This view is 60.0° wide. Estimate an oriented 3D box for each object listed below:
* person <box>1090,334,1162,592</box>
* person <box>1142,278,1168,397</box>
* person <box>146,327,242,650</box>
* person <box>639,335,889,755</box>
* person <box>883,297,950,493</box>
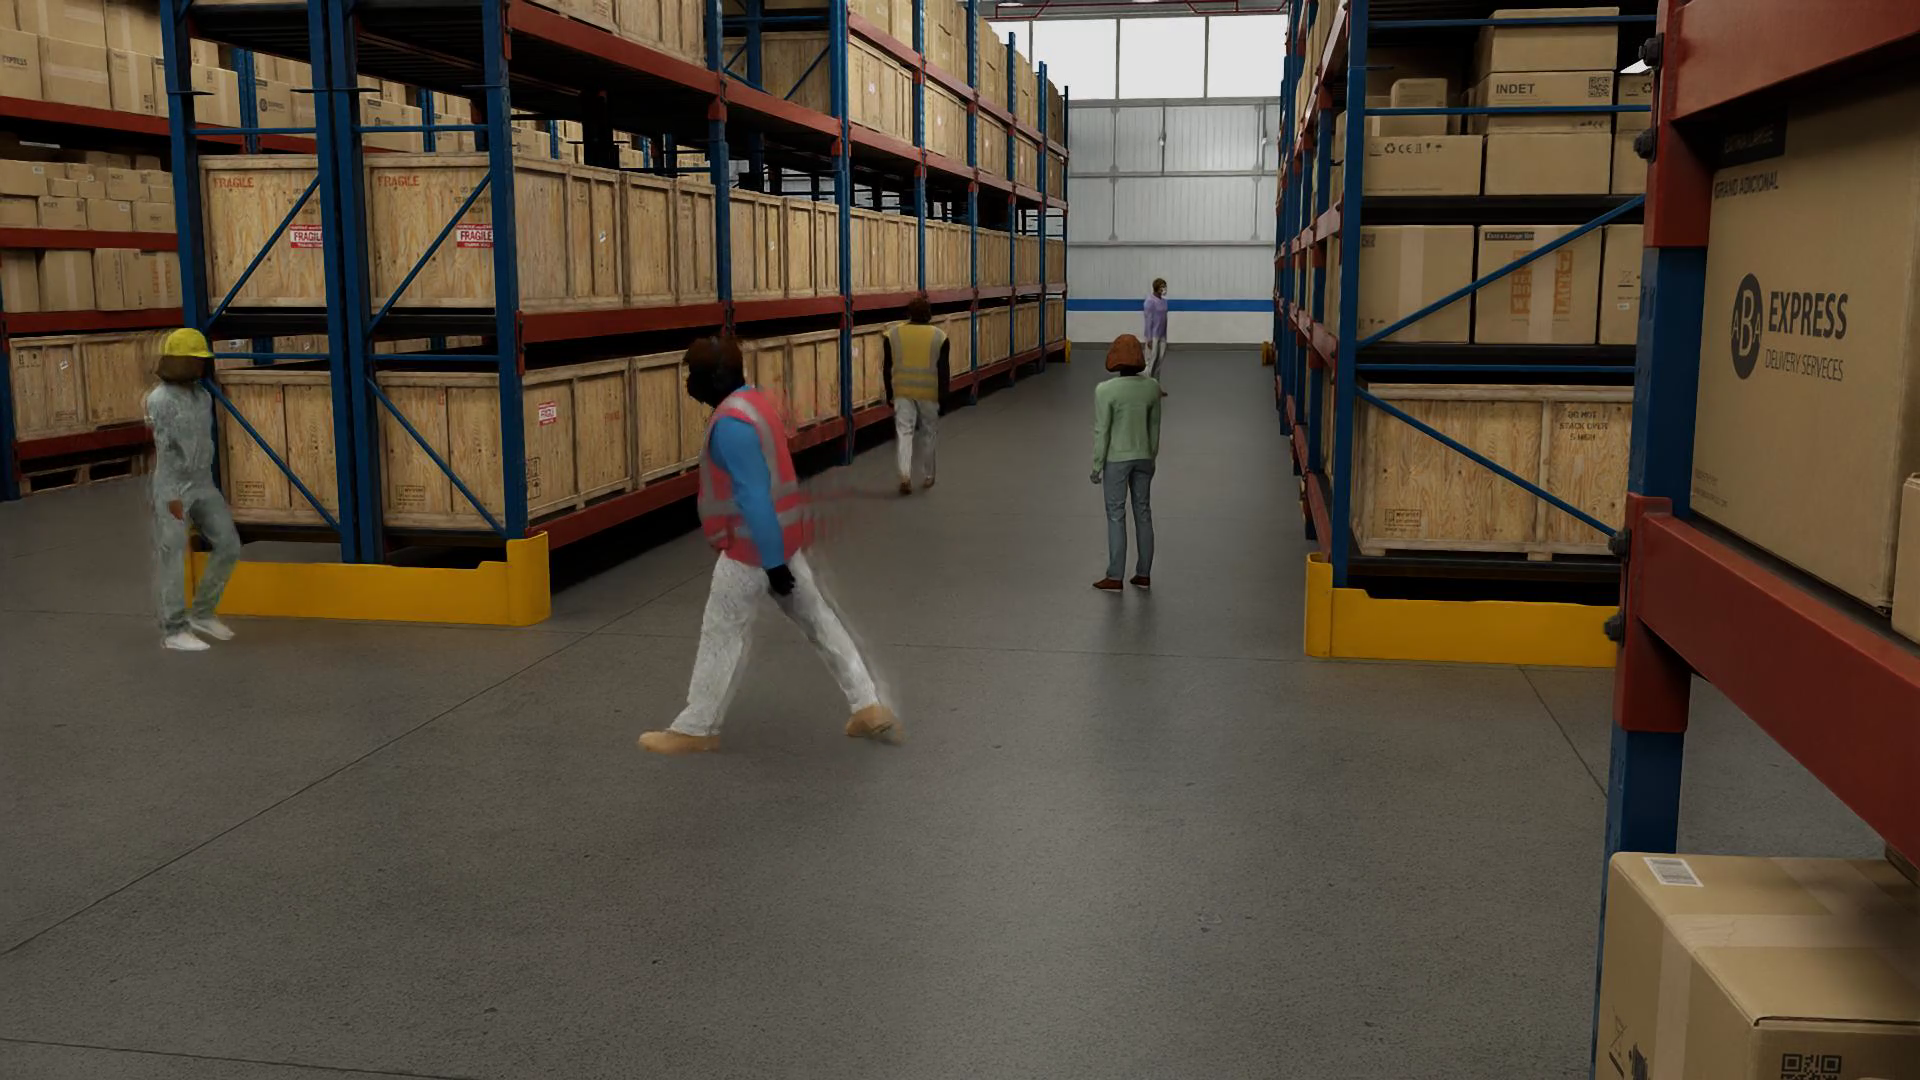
[{"bbox_3d":[1.049,-0.484,10.551,0.500,1.633,0.283,-5,11,-30],"label":"person"},{"bbox_3d":[3.166,-3.262,26.878,0.366,1.931,0.631,6,11,35],"label":"person"},{"bbox_3d":[-4.112,-0.259,8.863,0.420,1.730,0.500,2,9,14],"label":"person"},{"bbox_3d":[-0.795,0.026,6.997,1.035,1.778,0.660,1,9,5],"label":"person"},{"bbox_3d":[-0.401,-1.338,15.333,0.625,1.807,0.912,0,9,2],"label":"person"}]
